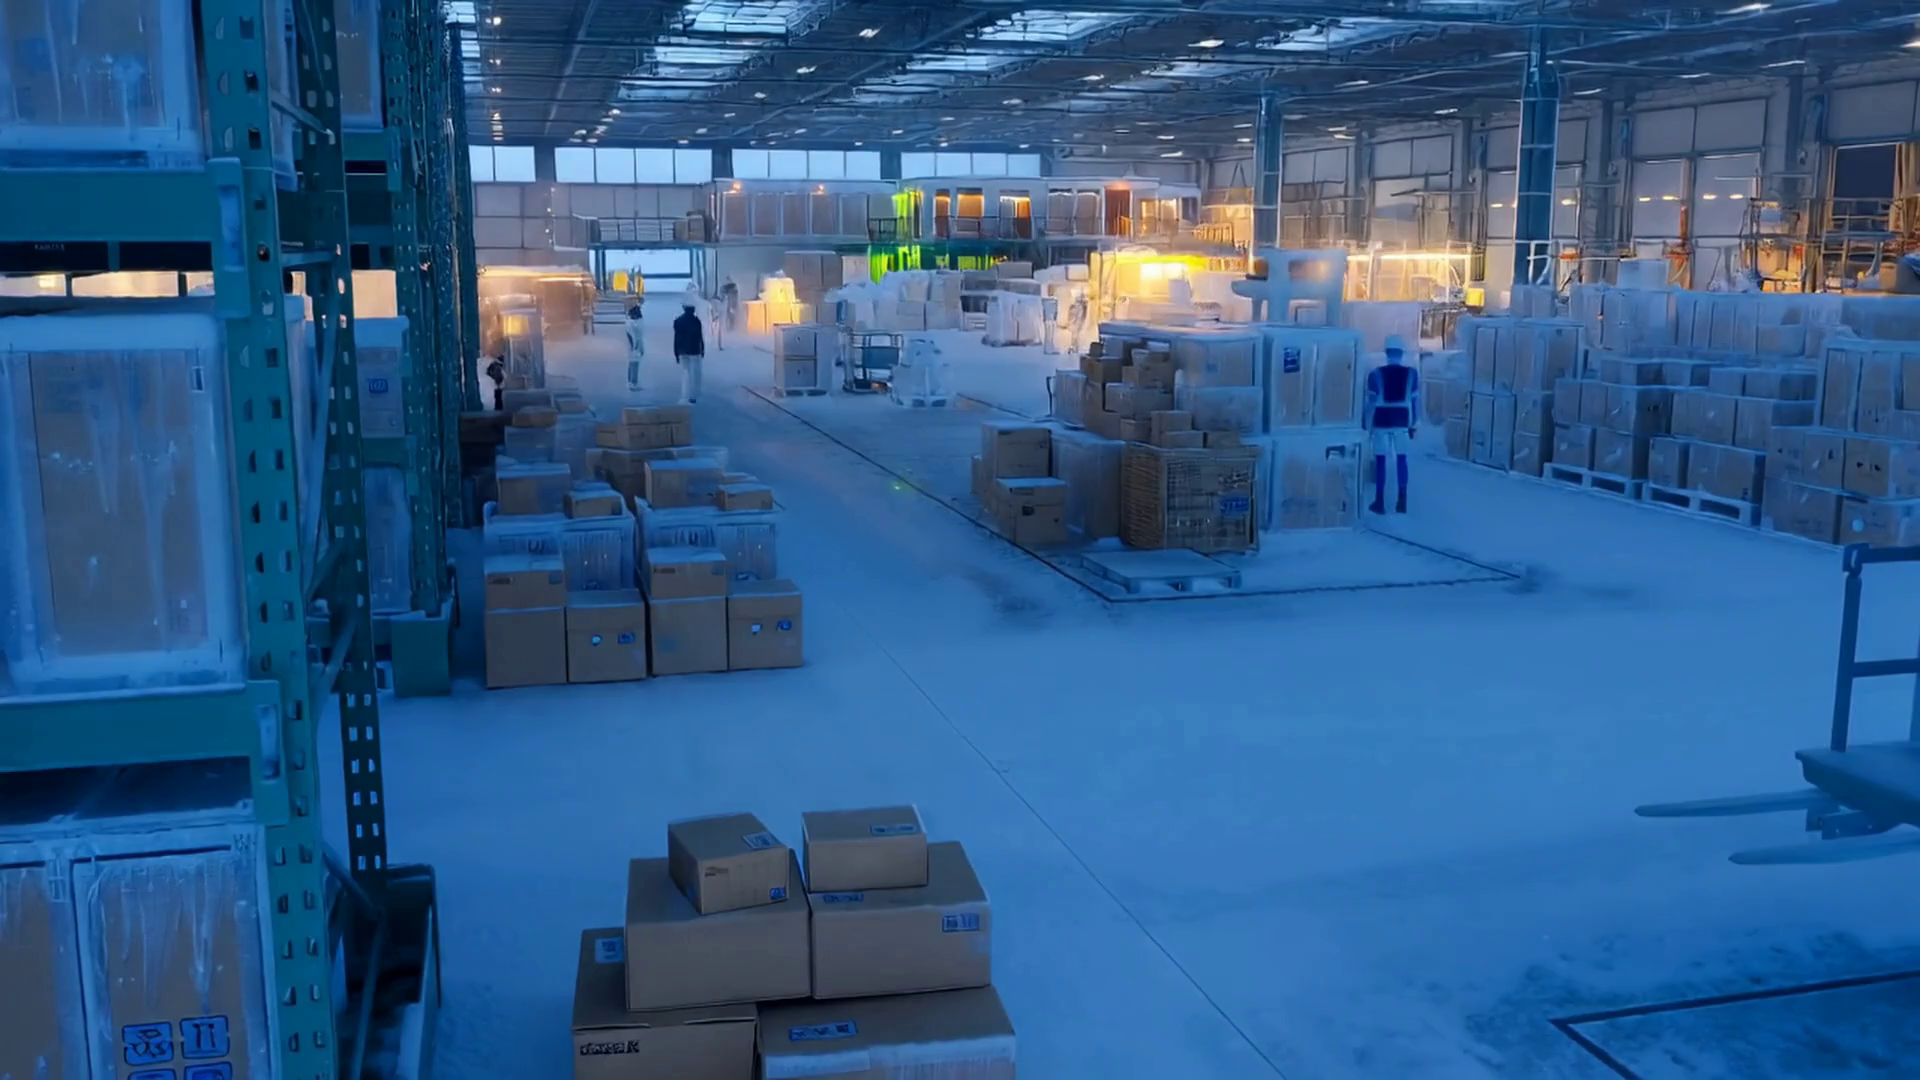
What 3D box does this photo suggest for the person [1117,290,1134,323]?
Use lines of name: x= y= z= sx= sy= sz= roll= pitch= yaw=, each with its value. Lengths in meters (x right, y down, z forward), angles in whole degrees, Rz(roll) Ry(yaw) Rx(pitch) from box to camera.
person: x=3.806 y=-4.679 z=37.444 sx=0.675 sy=1.908 sz=0.635 roll=-5 pitch=11 yaw=-25

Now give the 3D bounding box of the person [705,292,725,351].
person: x=-6.754 y=-6.026 z=45.874 sx=0.555 sy=1.622 sz=0.334 roll=-2 pitch=10 yaw=-11

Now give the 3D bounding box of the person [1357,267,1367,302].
person: x=18.663 y=-11.699 z=77.082 sx=1.031 sy=1.949 sz=0.638 roll=-2 pitch=10 yaw=-10

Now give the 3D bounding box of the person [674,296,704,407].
person: x=-4.892 y=-3.382 z=29.875 sx=0.633 sy=1.983 sz=0.604 roll=-10 pitch=14 yaw=-43

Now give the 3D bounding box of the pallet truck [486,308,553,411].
pallet truck: x=-6.242 y=-2.418 z=24.362 sx=0.823 sy=1.965 sz=1.885 roll=1 pitch=10 yaw=3

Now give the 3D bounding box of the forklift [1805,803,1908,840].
forklift: x=5.149 y=0.111 z=7.546 sx=1.873 sy=2.768 sz=1.129 roll=-3 pitch=10 yaw=-15

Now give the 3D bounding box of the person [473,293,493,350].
person: x=-13.328 y=-6.123 z=46.511 sx=0.494 sy=1.591 sz=0.873 roll=4 pitch=11 yaw=20

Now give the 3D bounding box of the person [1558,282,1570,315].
person: x=17.175 y=-6.419 z=47.369 sx=0.984 sy=1.878 sz=0.608 roll=3 pitch=10 yaw=17

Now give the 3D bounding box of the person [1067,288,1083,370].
person: x=2.614 y=-4.758 z=37.782 sx=0.369 sy=1.940 sz=0.631 roll=0 pitch=10 yaw=3

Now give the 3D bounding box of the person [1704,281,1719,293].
person: x=20.548 y=-6.116 z=45.502 sx=0.642 sy=1.925 sz=0.425 roll=6 pitch=12 yaw=31

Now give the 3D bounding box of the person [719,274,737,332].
person: x=-7.845 y=-8.015 z=56.188 sx=0.614 sy=1.949 sz=0.481 roll=-1 pitch=10 yaw=-4

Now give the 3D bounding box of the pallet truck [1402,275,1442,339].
pallet truck: x=14.620 y=-7.324 z=52.145 sx=0.823 sy=1.965 sz=1.885 roll=8 pitch=13 yaw=40

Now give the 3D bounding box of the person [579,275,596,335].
person: x=-12.071 y=-7.601 z=53.883 sx=0.544 sy=1.938 sz=0.355 roll=-7 pitch=12 yaw=-36

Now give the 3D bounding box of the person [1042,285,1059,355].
person: x=2.405 y=-5.826 z=44.066 sx=0.509 sy=1.860 sz=0.334 roll=6 pitch=12 yaw=32

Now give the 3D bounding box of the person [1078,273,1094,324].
person: x=4.660 y=-8.940 z=61.591 sx=0.628 sy=1.891 sz=0.626 roll=-1 pitch=10 yaw=-7

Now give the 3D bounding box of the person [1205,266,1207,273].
person: x=11.832 y=-12.292 z=80.458 sx=0.375 sy=1.934 sz=0.547 roll=0 pitch=10 yaw=-2

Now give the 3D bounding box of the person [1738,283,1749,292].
person: x=20.766 y=-5.897 z=44.387 sx=0.627 sy=1.887 sz=0.433 roll=-2 pitch=10 yaw=-10

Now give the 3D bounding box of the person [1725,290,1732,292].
person: x=20.891 y=-5.971 z=45.346 sx=0.530 sy=1.693 sz=0.321 roll=4 pitch=11 yaw=20

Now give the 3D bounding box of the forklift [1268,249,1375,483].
forklift: x=4.225 y=-2.155 z=20.375 sx=1.129 sy=2.768 sz=1.873 roll=-3 pitch=10 yaw=-16

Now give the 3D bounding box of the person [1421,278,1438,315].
person: x=15.586 y=-7.819 z=55.404 sx=0.619 sy=1.839 sz=0.430 roll=-4 pitch=11 yaw=-22

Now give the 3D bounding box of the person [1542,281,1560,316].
person: x=14.200 y=-5.276 z=40.424 sx=0.681 sy=2.000 sz=0.536 roll=3 pitch=11 yaw=19

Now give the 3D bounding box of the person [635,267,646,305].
person: x=-15.744 y=-12.496 z=81.860 sx=0.506 sy=1.847 sz=0.345 roll=7 pitch=12 yaw=35

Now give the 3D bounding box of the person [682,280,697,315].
person: x=-9.379 y=-8.164 z=57.689 sx=0.533 sy=1.725 sz=0.924 roll=-1 pitch=10 yaw=-8

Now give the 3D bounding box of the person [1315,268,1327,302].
person: x=17.205 y=-12.062 z=79.457 sx=0.431 sy=1.835 sz=0.623 roll=-10 pitch=14 yaw=-44

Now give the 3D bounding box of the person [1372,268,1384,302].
person: x=18.785 y=-11.253 z=74.617 sx=0.828 sy=1.922 sz=0.613 roll=-6 pitch=12 yaw=-32

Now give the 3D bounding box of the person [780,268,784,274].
person: x=-8.138 y=-11.542 z=76.366 sx=0.625 sy=1.867 sz=0.971 roll=0 pitch=10 yaw=-1

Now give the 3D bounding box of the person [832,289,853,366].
person: x=-2.667 y=-5.095 z=39.984 sx=0.982 sy=1.830 sz=0.606 roll=-7 pitch=12 yaw=-34

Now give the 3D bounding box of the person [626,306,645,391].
person: x=-6.473 y=-3.825 z=33.180 sx=0.317 sy=1.696 sz=0.540 roll=2 pitch=10 yaw=11

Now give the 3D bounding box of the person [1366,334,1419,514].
person: x=4.630 y=-1.245 z=17.898 sx=0.549 sy=1.934 sz=0.374 roll=0 pitch=10 yaw=2
